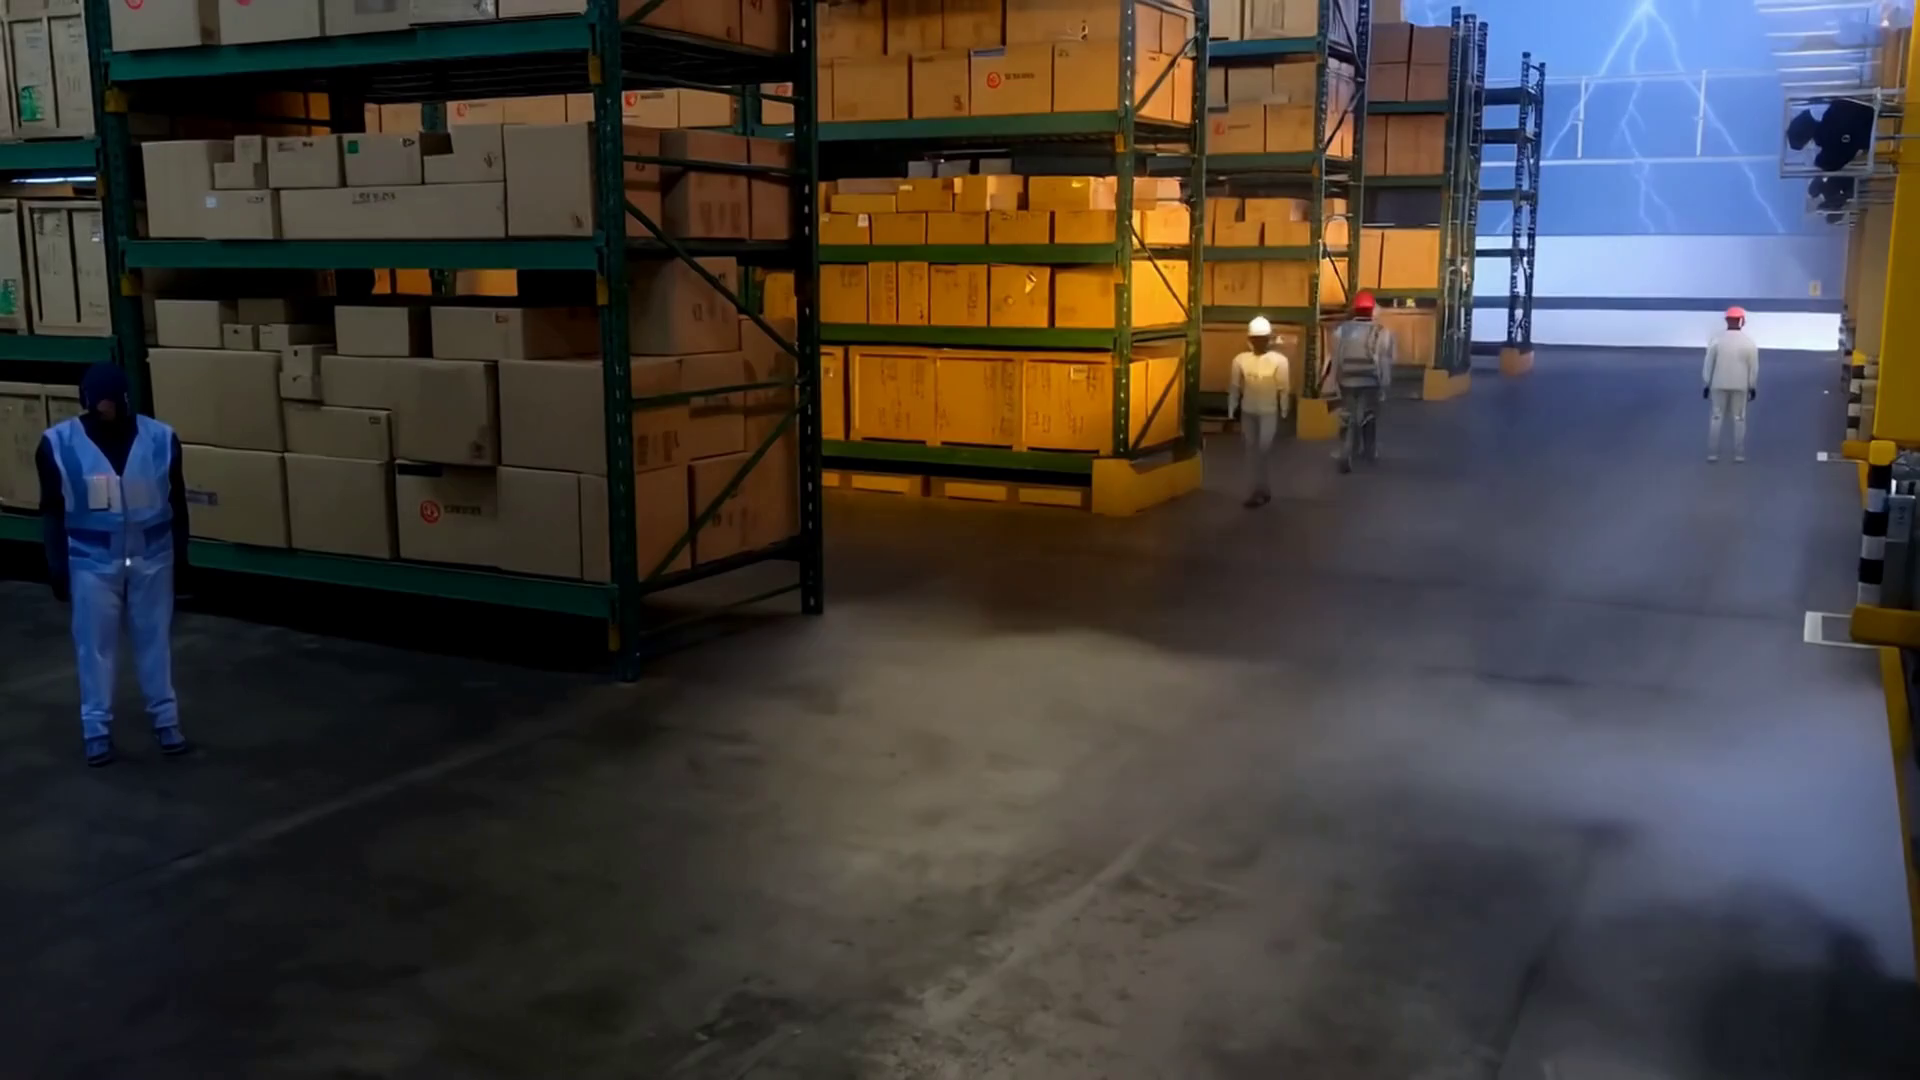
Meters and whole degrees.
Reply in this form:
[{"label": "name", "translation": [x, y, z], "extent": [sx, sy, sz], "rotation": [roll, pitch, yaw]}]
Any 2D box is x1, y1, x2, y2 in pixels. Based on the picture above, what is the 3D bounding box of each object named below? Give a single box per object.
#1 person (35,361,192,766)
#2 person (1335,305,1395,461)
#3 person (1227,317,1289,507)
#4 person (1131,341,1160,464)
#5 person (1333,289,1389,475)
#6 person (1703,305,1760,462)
[{"label": "person", "translation": [-3.869, 0.101, 7.669], "extent": [0.626, 1.844, 0.429], "rotation": [-7, 12, -36]}, {"label": "person", "translation": [4.526, -1.759, 18.561], "extent": [0.612, 1.789, 0.862], "rotation": [6, 11, 31]}, {"label": "person", "translation": [2.724, -1.160, 15.236], "extent": [0.553, 1.750, 0.436], "rotation": [5, 11, 28]}, {"label": "person", "translation": [2.020, -1.769, 18.246], "extent": [0.496, 1.923, 0.576], "rotation": [7, 12, 34]}, {"label": "person", "translation": [4.225, -1.658, 17.535], "extent": [0.606, 1.951, 0.382], "rotation": [8, 12, 37]}, {"label": "person", "translation": [8.625, -1.747, 18.622], "extent": [0.568, 1.748, 0.340], "rotation": [5, 11, 26]}]
